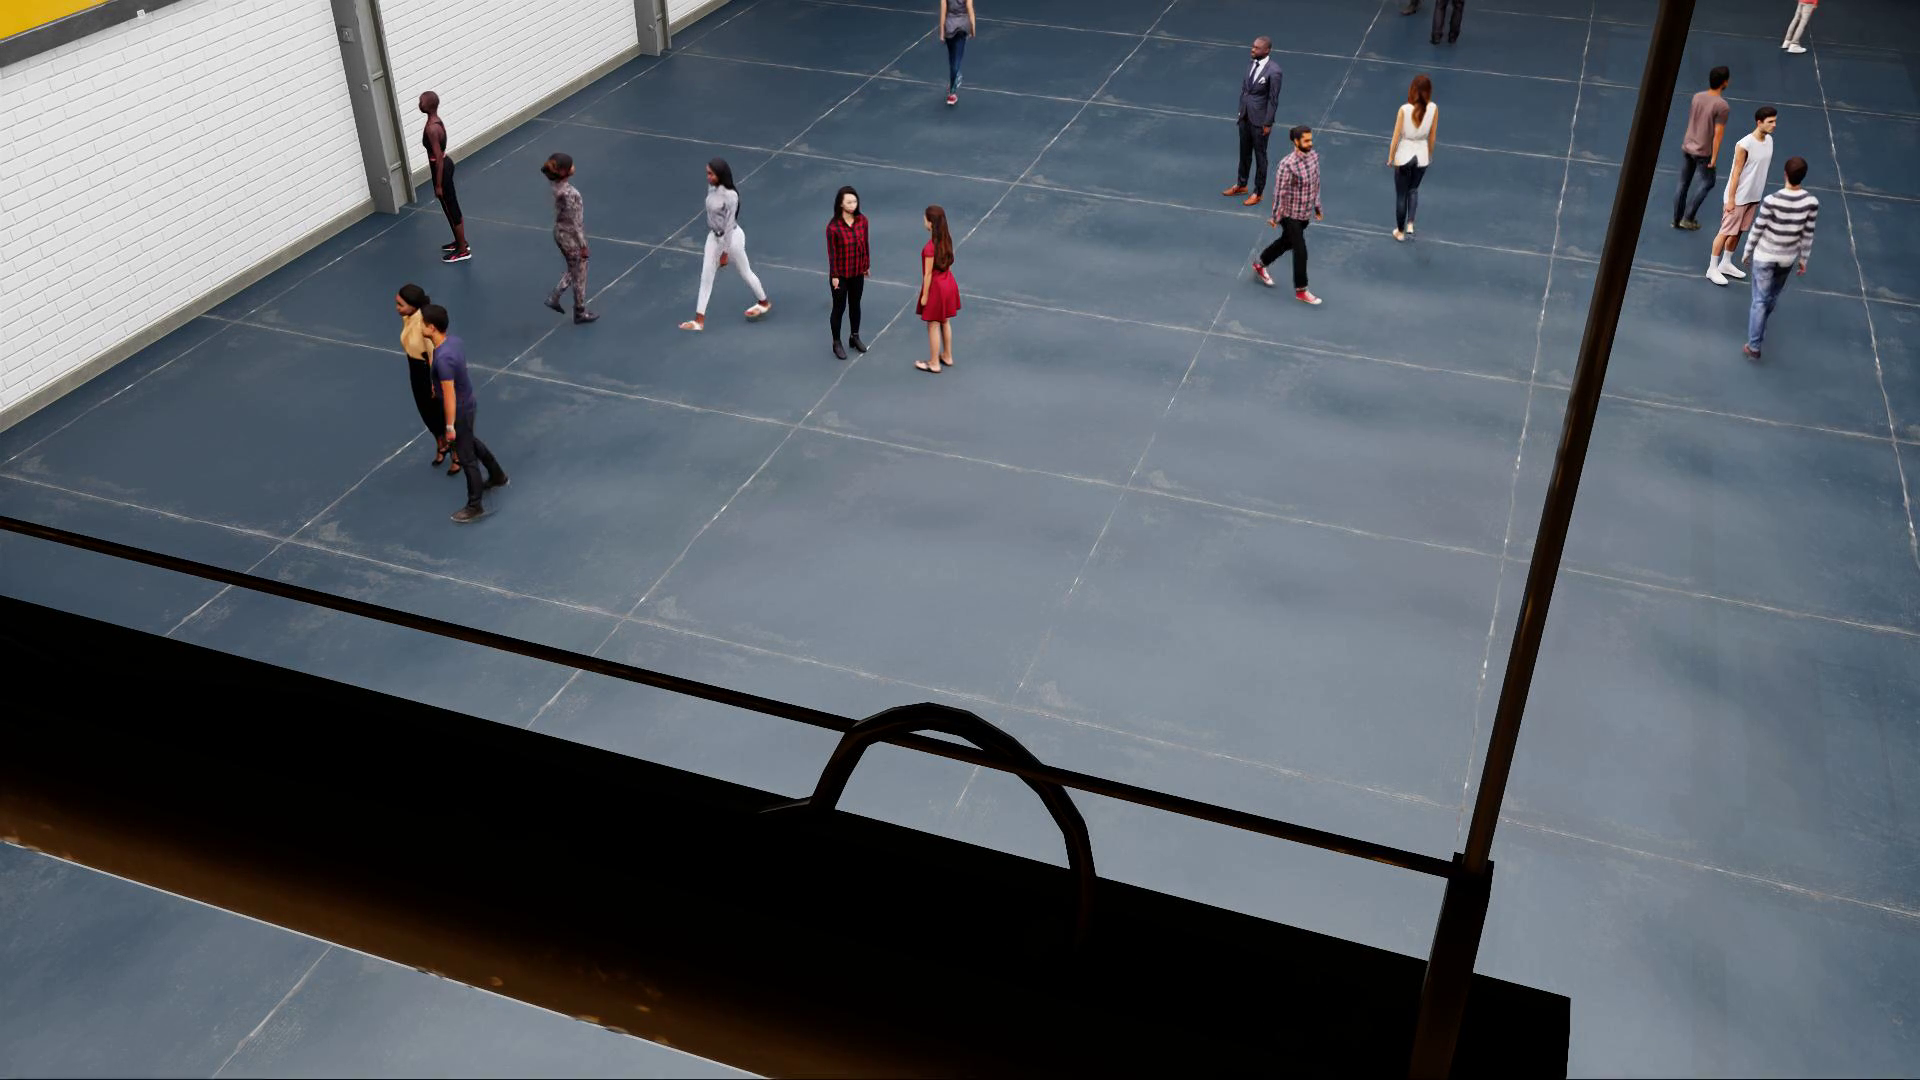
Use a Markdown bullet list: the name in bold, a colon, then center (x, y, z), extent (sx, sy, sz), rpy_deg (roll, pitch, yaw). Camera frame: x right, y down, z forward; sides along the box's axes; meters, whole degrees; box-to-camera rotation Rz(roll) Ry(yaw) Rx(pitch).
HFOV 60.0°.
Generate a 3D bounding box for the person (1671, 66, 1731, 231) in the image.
- **person**: center (7.771, -4.126, 17.592), extent (0.806, 1.772, 0.762), rpy_deg (-18, 38, -25)

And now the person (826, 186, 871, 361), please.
- **person**: center (-1.042, -2.454, 15.188), extent (0.626, 1.649, 0.723), rpy_deg (-22, 40, -30)

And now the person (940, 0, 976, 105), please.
- **person**: center (-0.057, -6.353, 21.038), extent (0.733, 1.667, 1.205), rpy_deg (5, 34, 7)

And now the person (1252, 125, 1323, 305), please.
- **person**: center (3.220, -3.234, 16.274), extent (0.999, 1.745, 1.164), rpy_deg (26, 41, 33)

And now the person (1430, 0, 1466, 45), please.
- **person**: center (6.869, -7.828, 23.094), extent (0.772, 1.847, 0.722), rpy_deg (6, 34, 8)

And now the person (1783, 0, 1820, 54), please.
- **person**: center (11.697, -7.467, 22.942), extent (0.654, 1.413, 0.548), rpy_deg (-2, 34, -2)

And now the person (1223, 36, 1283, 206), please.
- **person**: center (3.259, -4.641, 18.320), extent (0.822, 1.824, 0.792), rpy_deg (-19, 38, -26)

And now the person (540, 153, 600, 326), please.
- **person**: center (-3.755, -2.801, 15.657), extent (0.853, 1.708, 0.790), rpy_deg (-16, 37, -22)

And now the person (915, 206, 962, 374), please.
- **person**: center (-0.192, -2.268, 14.996), extent (0.665, 1.551, 0.595), rpy_deg (19, 38, 26)

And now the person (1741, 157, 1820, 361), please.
- **person**: center (7.435, -2.509, 15.131), extent (0.858, 1.804, 1.197), rpy_deg (4, 34, 6)

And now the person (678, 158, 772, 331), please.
- **person**: center (-2.111, -2.777, 15.659), extent (1.285, 1.665, 1.050), rpy_deg (-23, 40, -30)

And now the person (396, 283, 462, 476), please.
- **person**: center (-4.294, -1.304, 13.456), extent (0.652, 1.650, 0.654), rpy_deg (27, 42, 34)

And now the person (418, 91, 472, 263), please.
- **person**: center (-5.278, -3.731, 17.010), extent (0.726, 1.758, 0.628), rpy_deg (-6, 34, -9)

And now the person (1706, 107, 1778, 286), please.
- **person**: center (7.795, -3.452, 16.561), extent (0.705, 1.789, 0.792), rpy_deg (-20, 38, -27)

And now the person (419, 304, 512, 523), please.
- **person**: center (-3.870, -1.033, 12.925), extent (0.991, 1.788, 0.882), rpy_deg (-13, 36, -19)

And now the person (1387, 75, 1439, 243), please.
- **person**: center (4.720, -3.918, 17.274), extent (0.705, 1.778, 0.719), rpy_deg (-2, 34, -3)
